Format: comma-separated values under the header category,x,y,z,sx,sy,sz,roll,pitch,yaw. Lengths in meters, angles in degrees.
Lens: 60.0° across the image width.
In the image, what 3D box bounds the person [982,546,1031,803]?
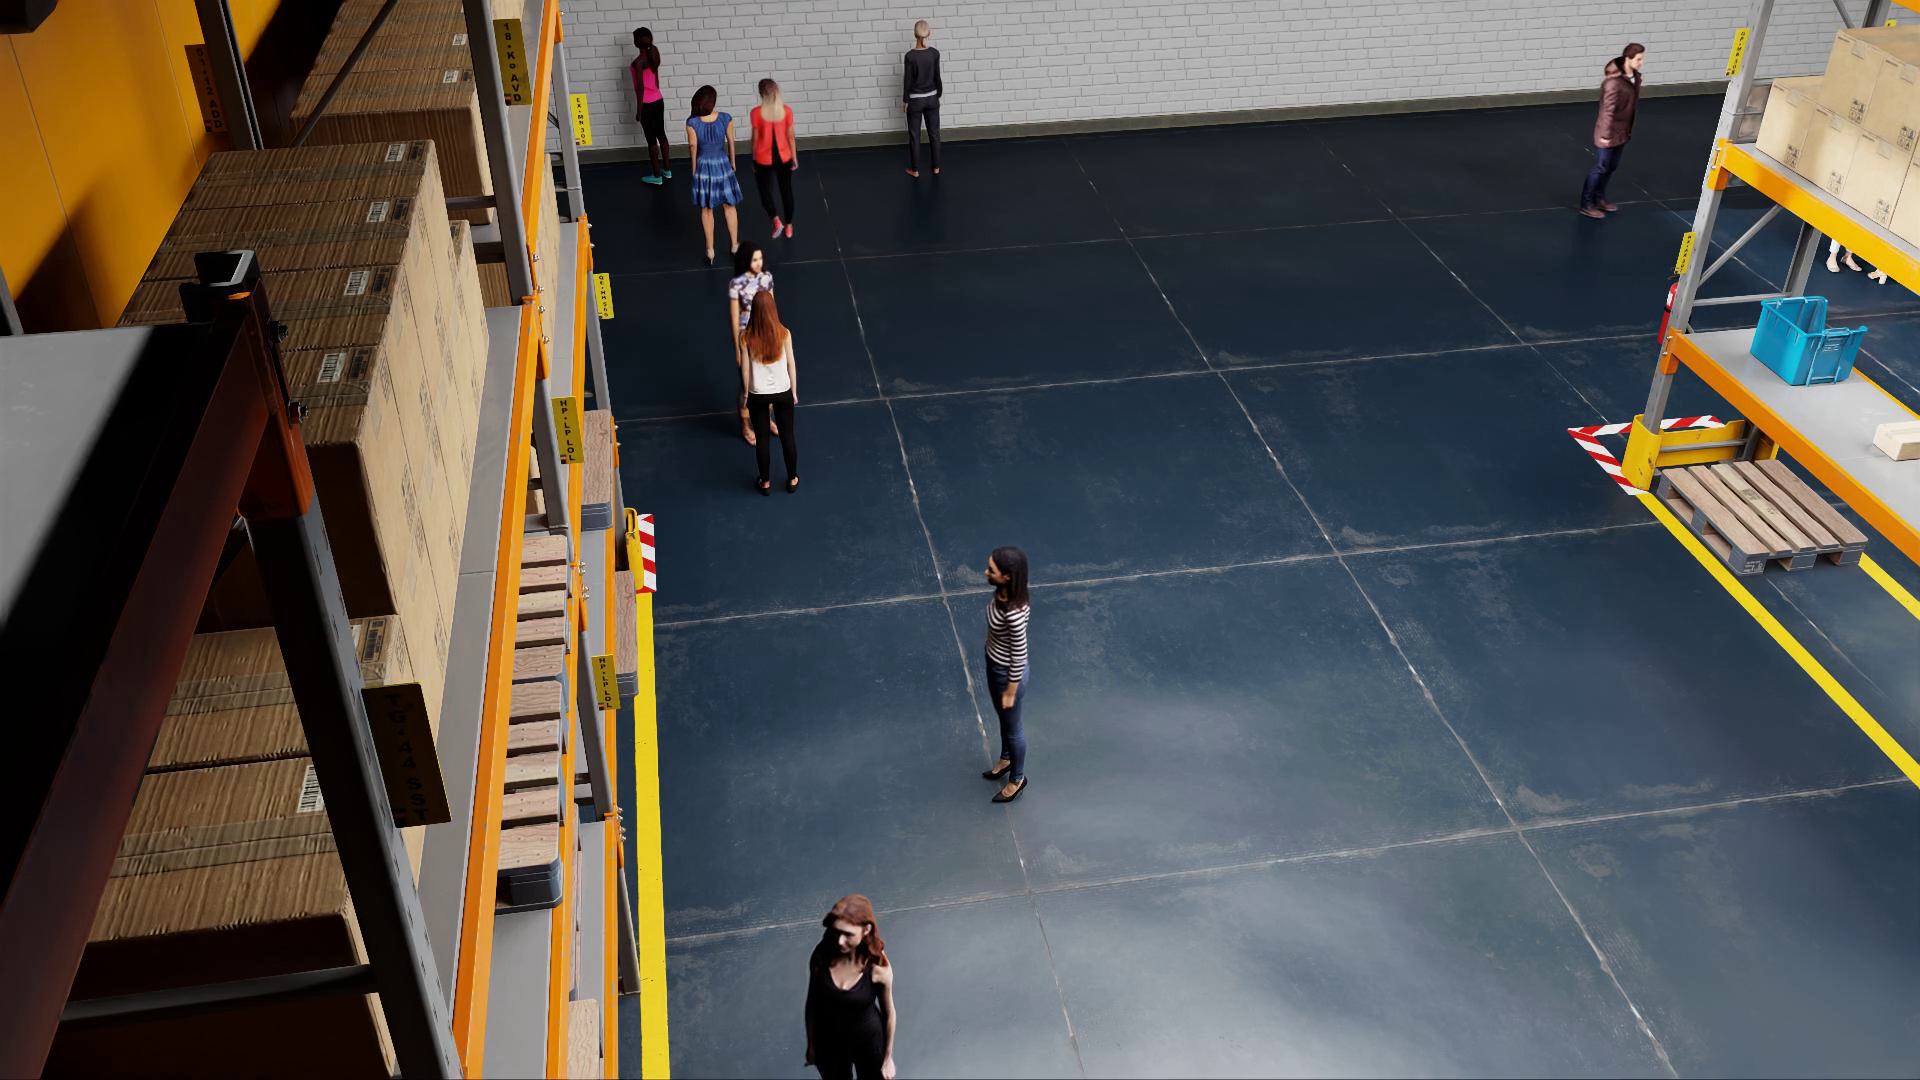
category,x,y,z,sx,sy,sz,roll,pitch,yaw
person,0.279,0.792,9.839,0.646,1.796,0.411,-6,34,-9

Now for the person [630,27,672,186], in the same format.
category,x,y,z,sx,sy,sz,roll,pitch,yaw
person,-3.401,-4.787,18.300,0.722,1.722,0.647,16,37,22

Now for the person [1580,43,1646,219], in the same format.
category,x,y,z,sx,sy,sz,roll,pitch,yaw
person,6.863,-4.325,17.496,0.863,1.842,0.884,-29,43,-36

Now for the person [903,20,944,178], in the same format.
category,x,y,z,sx,sy,sz,roll,pitch,yaw
person,-0.416,-4.914,18.487,0.653,1.726,0.582,-12,35,-17

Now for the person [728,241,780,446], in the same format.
category,x,y,z,sx,sy,sz,roll,pitch,yaw
person,-1.675,-1.612,13.514,0.668,1.732,0.674,-25,41,-32

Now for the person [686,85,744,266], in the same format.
category,x,y,z,sx,sy,sz,roll,pitch,yaw
person,-2.434,-3.613,16.458,0.708,1.806,0.629,-12,35,-17

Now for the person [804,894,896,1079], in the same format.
category,x,y,z,sx,sy,sz,roll,pitch,yaw
person,-0.487,2.276,7.652,0.656,1.747,0.646,8,34,11

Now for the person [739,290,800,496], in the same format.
category,x,y,z,sx,sy,sz,roll,pitch,yaw
person,-1.455,-1.125,12.790,0.567,1.722,0.492,-6,34,-9

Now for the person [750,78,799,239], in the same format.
category,x,y,z,sx,sy,sz,roll,pitch,yaw
person,-1.884,-3.812,16.874,0.688,1.677,0.842,-8,35,-12
